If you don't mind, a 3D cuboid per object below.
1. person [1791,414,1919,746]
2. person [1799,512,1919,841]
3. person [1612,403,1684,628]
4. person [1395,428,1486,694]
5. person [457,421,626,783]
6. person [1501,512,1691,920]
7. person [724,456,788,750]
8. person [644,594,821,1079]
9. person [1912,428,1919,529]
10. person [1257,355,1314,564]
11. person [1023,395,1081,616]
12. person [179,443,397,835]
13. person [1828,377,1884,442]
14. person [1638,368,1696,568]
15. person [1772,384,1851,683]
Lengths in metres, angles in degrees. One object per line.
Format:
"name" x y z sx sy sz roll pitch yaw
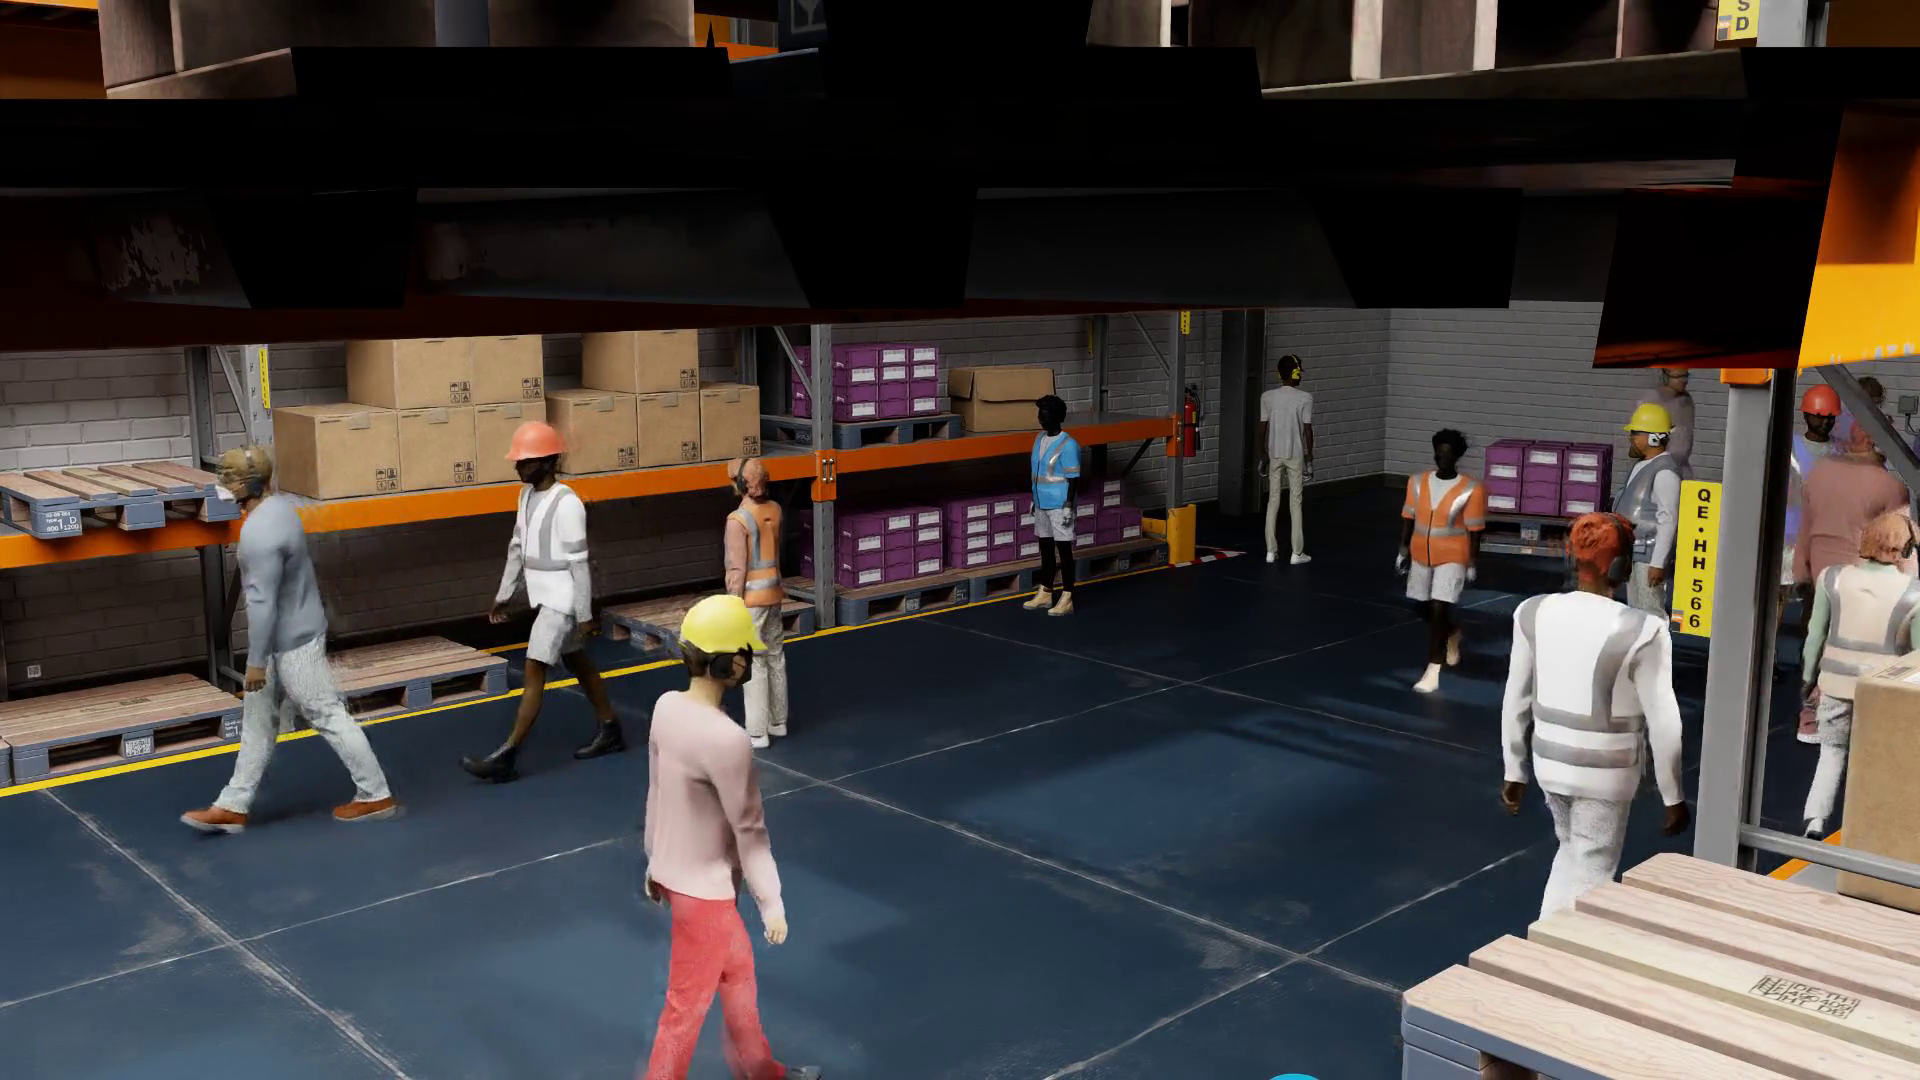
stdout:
"person" 5.092 0.228 9.296 0.899 1.866 0.666 -3 10 -16
"person" 4.019 0.677 7.377 0.365 1.623 0.530 -9 13 -43
"person" 4.256 0.067 10.351 0.404 1.835 0.590 1 10 7
"person" 3.092 0.107 10.566 0.536 1.674 0.649 10 14 44
"person" -2.207 0.310 8.793 1.010 1.880 0.565 -7 12 -34
"person" 2.224 0.826 5.802 0.490 1.867 0.582 -6 11 -30
"person" -1.142 0.350 9.268 0.310 1.638 0.522 4 11 23
"person" -0.674 1.019 5.057 0.804 1.733 0.559 -6 12 -33
"person" 7.553 -0.398 12.866 0.403 1.906 0.650 2 10 12
"person" 2.911 -0.715 14.849 0.521 1.864 0.335 6 11 30
"person" 0.712 -0.268 12.727 0.319 1.692 0.533 -6 12 -33
"person" -3.178 0.475 7.845 0.961 1.889 0.643 -4 10 -22
"person" 6.291 -0.221 11.851 0.376 1.898 0.686 3 10 15
"person" 6.088 -0.609 14.182 0.660 1.876 0.708 -5 11 -28
"person" 5.427 -0.031 10.621 0.551 1.935 0.375 0 10 2
